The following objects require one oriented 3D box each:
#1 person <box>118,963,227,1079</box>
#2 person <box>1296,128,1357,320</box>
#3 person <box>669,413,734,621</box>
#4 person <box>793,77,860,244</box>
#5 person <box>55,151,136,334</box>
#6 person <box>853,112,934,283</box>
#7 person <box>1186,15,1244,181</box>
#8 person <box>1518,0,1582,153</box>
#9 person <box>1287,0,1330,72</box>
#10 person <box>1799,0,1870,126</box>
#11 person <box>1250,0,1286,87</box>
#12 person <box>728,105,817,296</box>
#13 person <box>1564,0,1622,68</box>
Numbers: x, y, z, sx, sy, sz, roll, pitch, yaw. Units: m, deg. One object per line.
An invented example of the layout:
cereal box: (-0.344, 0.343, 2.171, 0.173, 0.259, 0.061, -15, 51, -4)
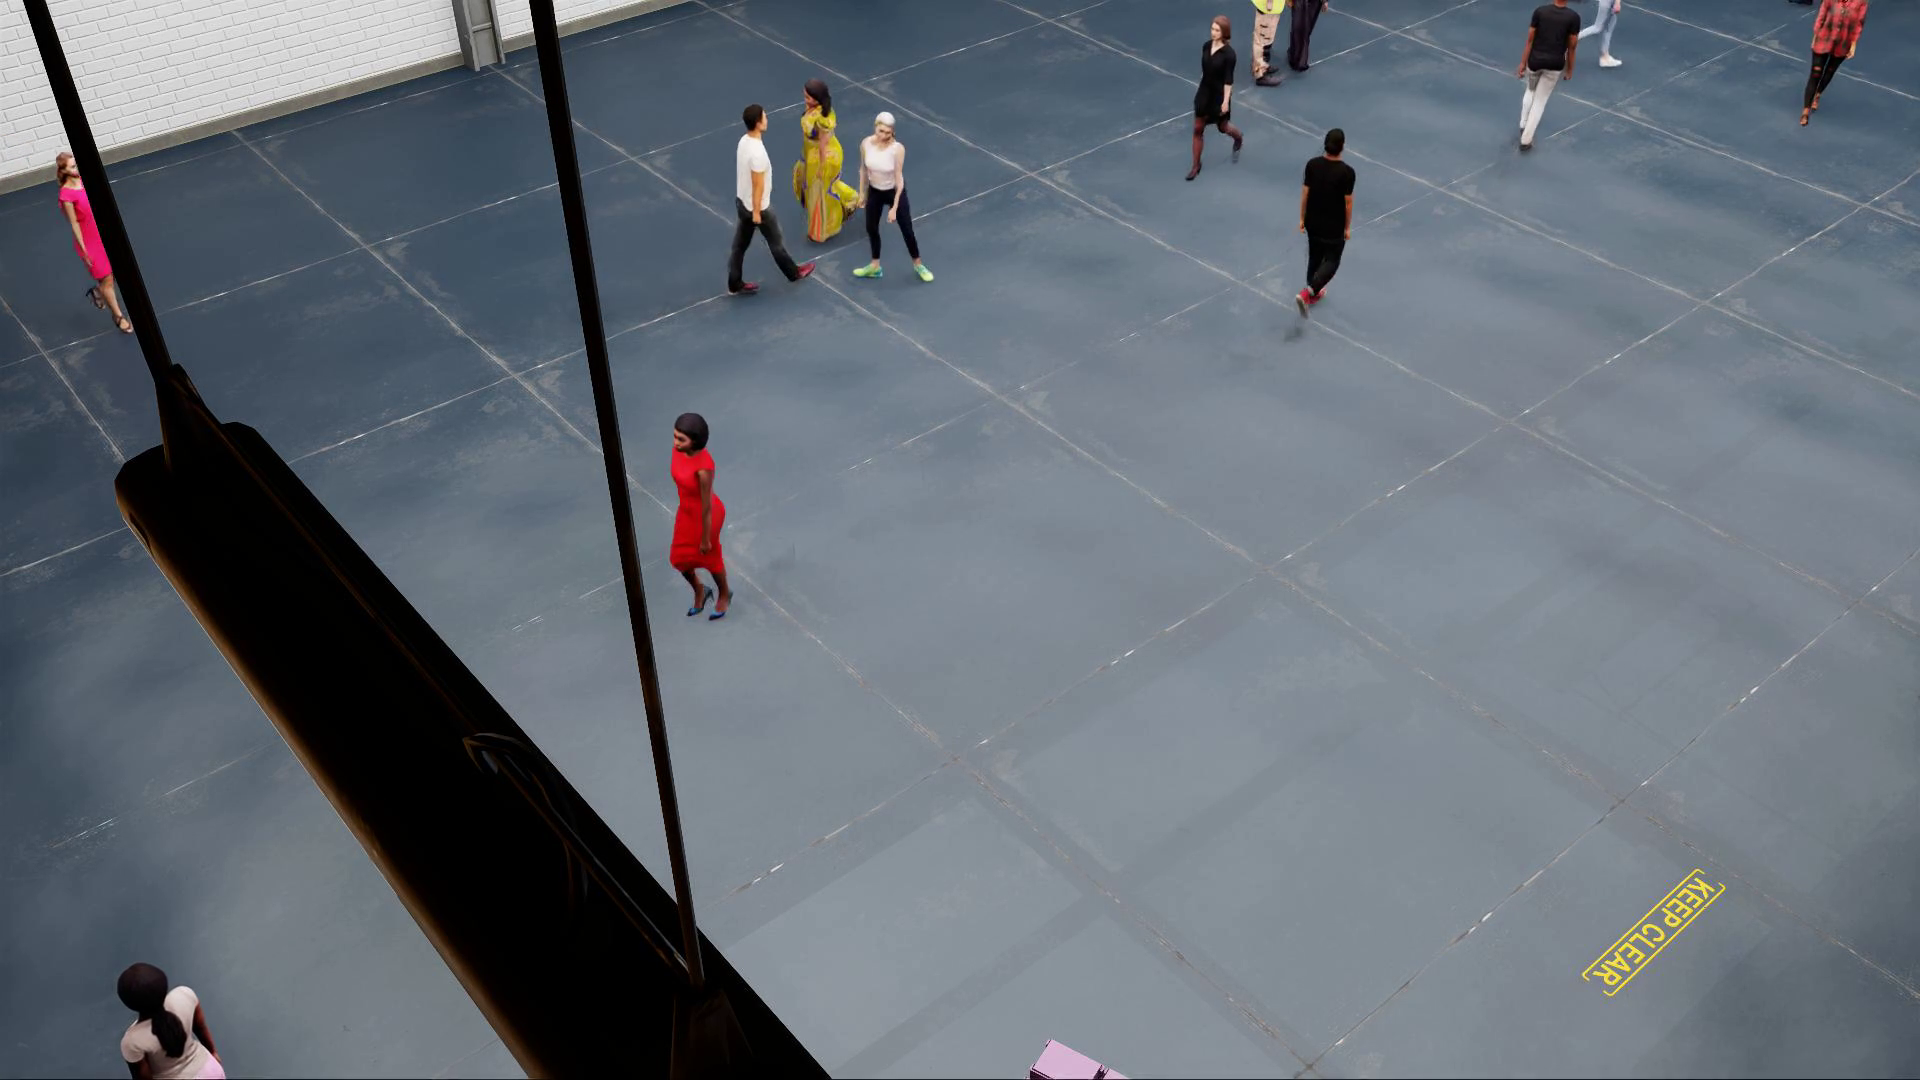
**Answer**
person: (-3.688, 2.608, 7.937, 0.704, 1.740, 0.579, 17, 41, 20)
person: (3.189, -2.757, 14.653, 0.726, 1.743, 0.971, 28, 46, 30)
person: (-1.715, -0.168, 11.423, 0.639, 1.728, 0.606, -31, 48, -33)
person: (-1.231, -3.626, 15.825, 1.019, 1.638, 0.883, -12, 40, -15)
person: (-7.596, -2.597, 14.476, 0.852, 1.714, 0.848, 13, 40, 15)
person: (-0.723, -3.141, 15.178, 1.012, 1.688, 0.904, 28, 46, 30)
person: (2.646, -4.507, 16.901, 1.048, 1.672, 0.587, -29, 47, -31)
person: (6.057, -4.884, 17.286, 0.849, 1.780, 0.996, 20, 43, 23)
person: (3.987, -6.290, 19.183, 0.950, 1.611, 0.890, -10, 40, -12)
person: (9.464, -5.379, 18.001, 0.922, 1.661, 1.167, 16, 41, 20)
person: (3.503, -6.086, 18.739, 0.918, 1.846, 0.854, 6, 39, 7)
person: (-1.934, -2.994, 14.933, 1.115, 1.764, 0.784, -18, 42, -21)
person: (7.351, -6.217, 19.030, 1.088, 1.687, 1.032, 2, 39, 3)
